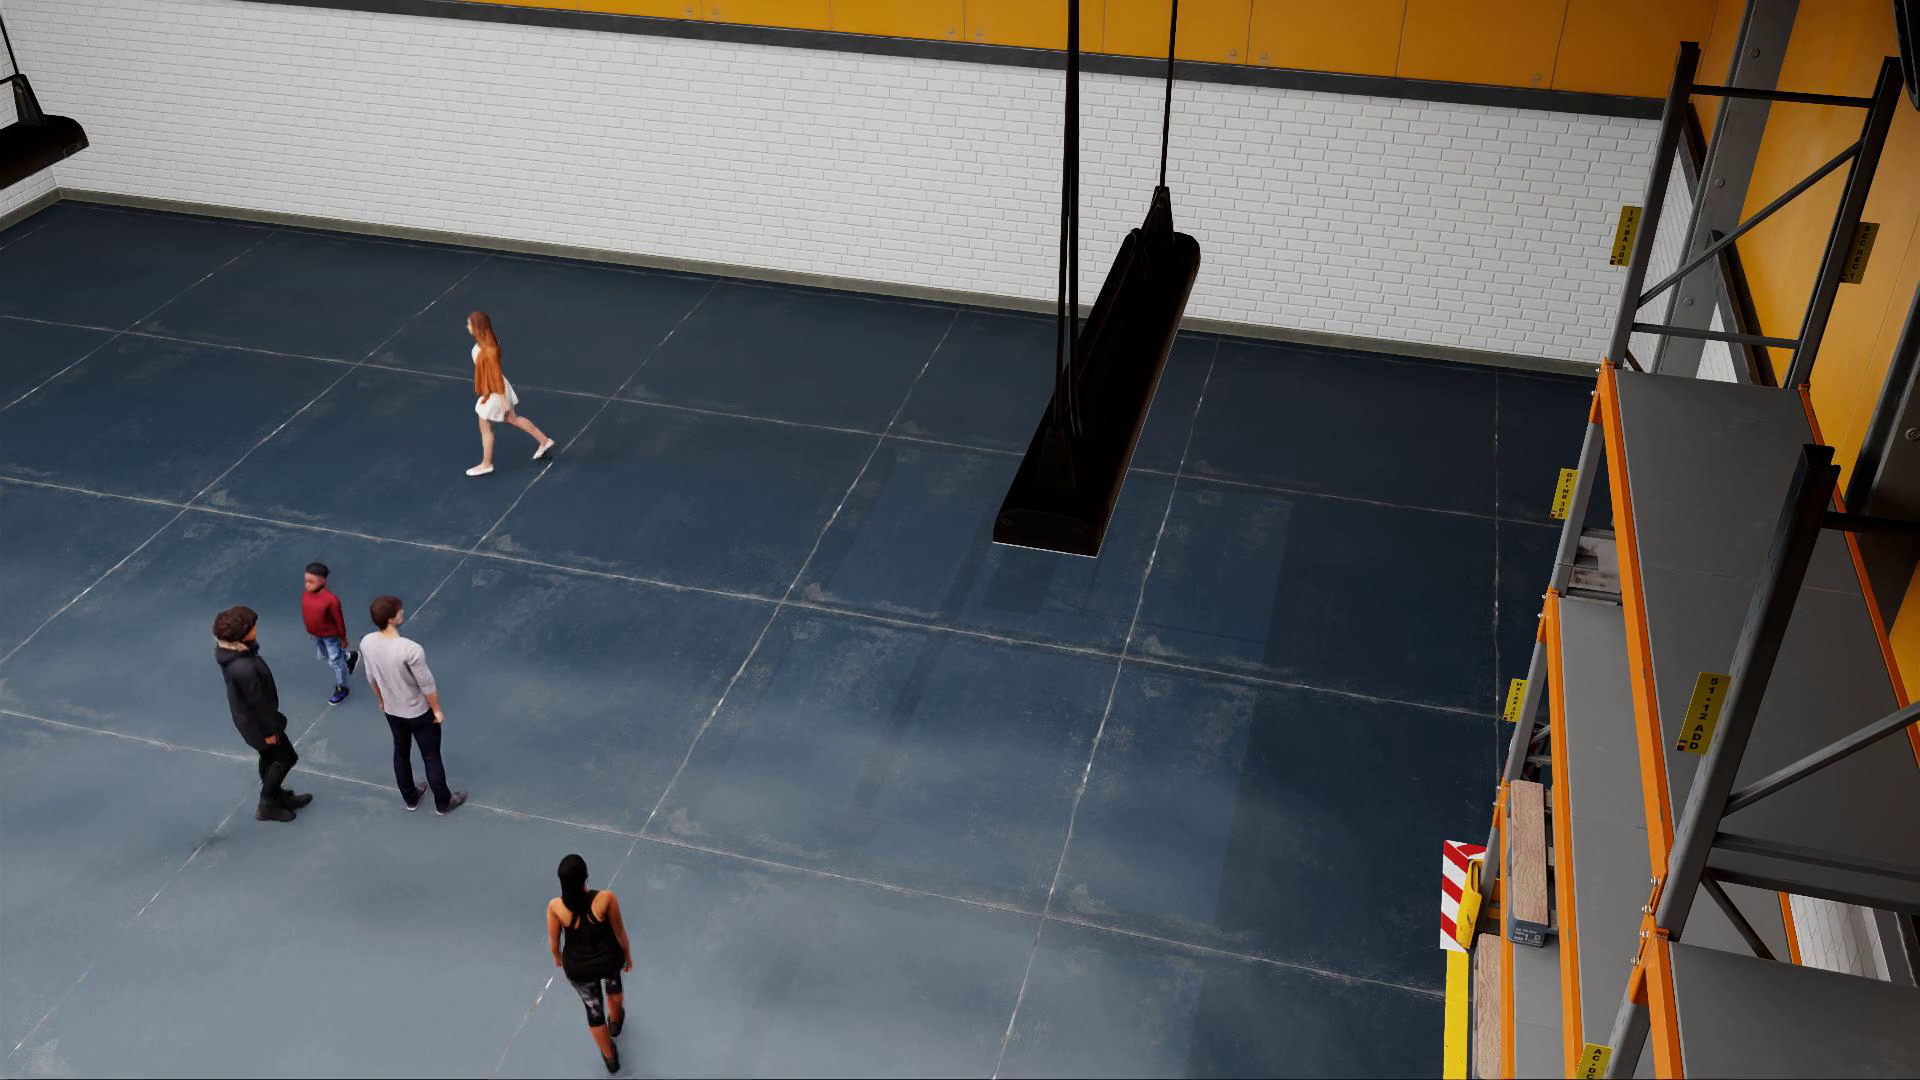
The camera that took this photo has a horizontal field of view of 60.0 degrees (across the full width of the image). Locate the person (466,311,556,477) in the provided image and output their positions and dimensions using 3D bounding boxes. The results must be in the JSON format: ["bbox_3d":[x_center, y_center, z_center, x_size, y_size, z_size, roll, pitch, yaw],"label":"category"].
[{"bbox_3d":[-4.347,-1.428,15.875,1.031,1.688,1.117,-9,35,-13],"label":"person"}]

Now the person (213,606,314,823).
[{"bbox_3d":[-5.029,1.290,11.724,0.834,1.758,0.784,-21,39,-28],"label":"person"}]

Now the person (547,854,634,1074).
[{"bbox_3d":[-2.178,2.558,9.915,0.796,1.649,0.875,-8,35,-12],"label":"person"}]

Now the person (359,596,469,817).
[{"bbox_3d":[-3.926,1.185,11.806,0.665,1.842,0.548,10,35,15],"label":"person"}]

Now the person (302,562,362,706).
[{"bbox_3d":[-4.952,0.679,13.107,0.576,1.244,0.734,15,37,22],"label":"person"}]
